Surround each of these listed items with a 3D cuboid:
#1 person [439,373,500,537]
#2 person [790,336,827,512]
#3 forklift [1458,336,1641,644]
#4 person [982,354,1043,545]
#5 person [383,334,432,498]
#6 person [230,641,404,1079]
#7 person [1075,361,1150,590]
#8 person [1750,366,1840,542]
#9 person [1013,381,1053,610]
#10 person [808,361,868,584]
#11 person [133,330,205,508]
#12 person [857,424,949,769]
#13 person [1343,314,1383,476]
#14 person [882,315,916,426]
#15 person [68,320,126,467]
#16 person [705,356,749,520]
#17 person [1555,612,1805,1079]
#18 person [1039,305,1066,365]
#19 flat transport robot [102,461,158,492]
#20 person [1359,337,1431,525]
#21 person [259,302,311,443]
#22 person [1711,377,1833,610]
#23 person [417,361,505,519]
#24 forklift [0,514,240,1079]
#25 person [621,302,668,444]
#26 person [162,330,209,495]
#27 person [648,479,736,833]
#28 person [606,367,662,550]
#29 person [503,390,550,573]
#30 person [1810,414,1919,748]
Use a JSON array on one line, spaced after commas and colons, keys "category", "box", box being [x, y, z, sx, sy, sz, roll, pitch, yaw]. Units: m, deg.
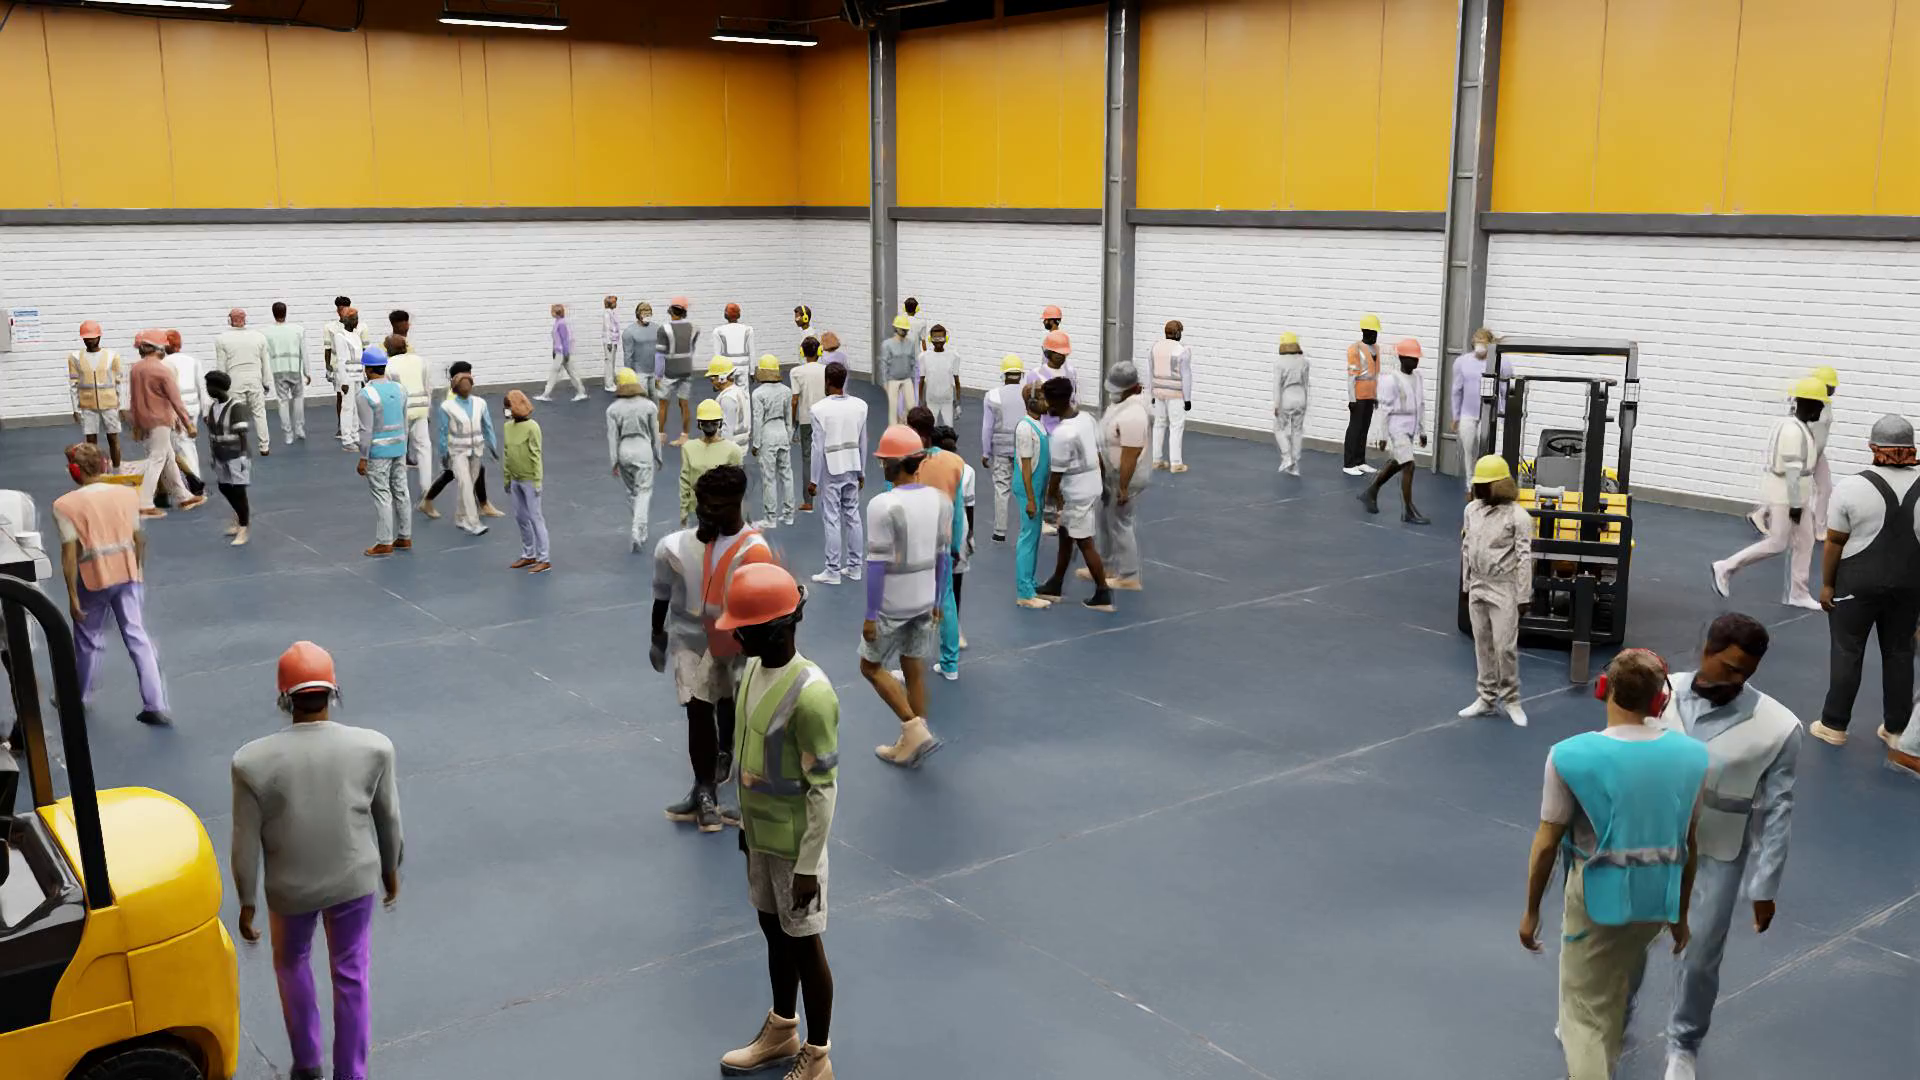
[{"category": "person", "box": [-4.807, -0.834, 16.348, 0.838, 1.596, 0.517, 10, 16, 41]}, {"category": "person", "box": [-1.550, -1.219, 17.563, 0.520, 1.861, 0.332, -3, 12, -16]}, {"category": "forklift", "box": [4.683, -0.471, 13.136, 1.214, 2.155, 2.313, 4, 12, 20]}, {"category": "person", "box": [0.498, -0.863, 15.914, 0.603, 1.828, 0.404, -2, 12, -9]}, {"category": "person", "box": [-6.133, -1.358, 18.365, 0.572, 1.817, 0.625, 11, 16, 43]}, {"category": "person", "box": [-2.354, 1.211, 6.113, 0.597, 1.731, 0.553, -6, 13, -26]}, {"category": "person", "box": [1.259, -0.569, 13.984, 0.676, 2.000, 0.741, 1, 12, 3]}, {"category": "person", "box": [8.135, -0.843, 16.065, 0.542, 1.721, 0.808, -9, 15, -38]}, {"category": "person", "box": [0.606, -0.368, 13.489, 0.345, 1.847, 0.508, 2, 12, 11]}, {"category": "person", "box": [-1.044, -0.576, 14.317, 0.594, 1.919, 0.387, -11, 16, -42]}, {"category": "person", "box": [-8.492, -1.277, 17.719, 0.577, 1.917, 0.547, 4, 12, 20]}, {"category": "person", "box": [-0.327, 0.348, 9.571, 0.447, 2.033, 0.630, 10, 15, 40]}, {"category": "person", "box": [4.850, -1.740, 19.914, 0.383, 1.924, 0.594, 11, 16, 43]}, {"category": "person", "box": [-0.805, -2.133, 22.233, 0.538, 1.751, 0.363, -6, 13, -28]}, {"category": "person", "box": [-9.770, -1.526, 18.859, 0.552, 1.933, 0.373, -5, 13, -22]}, {"category": "person", "box": [-2.217, -0.848, 15.873, 0.403, 1.818, 0.606, -1, 12, -2]}, {"category": "person", "box": [2.688, 1.139, 6.149, 0.401, 1.871, 0.730, -10, 15, -40]}, {"category": "person", "box": [1.180, -2.045, 21.360, 0.356, 1.936, 0.551, 3, 12, 14]}, {"category": "flat transport robot", "box": [-9.519, -0.734, 19.078, 0.652, 0.197, 1.431, -5, 13, -23]}, {"category": "person", "box": [4.505, -1.147, 17.142, 0.549, 1.905, 0.943, -10, 15, -39]}, {"category": "person", "box": [-9.197, -2.291, 22.663, 0.612, 1.889, 0.824, -5, 13, -24]}, {"category": "person", "box": [6.640, -0.387, 13.468, 0.805, 1.896, 0.575, 9, 15, 38]}, {"category": "person", "box": [-5.203, -1.017, 17.098, 0.825, 1.665, 0.537, 0, 12, -1]}, {"category": "forklift", "box": [-3.687, 1.115, 5.480, 2.313, 2.155, 1.214, -9, 15, -36]}, {"category": "person", "box": [-4.207, -2.221, 22.250, 0.386, 1.927, 0.641, 11, 16, 44]}, {"category": "person", "box": [-8.661, -1.414, 18.581, 0.685, 1.855, 0.590, 7, 14, 30]}, {"category": "person", "box": [-1.364, 0.533, 9.040, 0.646, 1.896, 1.023, -3, 12, -12]}, {"category": "person", "box": [-3.097, -0.779, 15.789, 0.505, 1.706, 0.786, 0, 12, -2]}, {"category": "person", "box": [-3.871, -0.522, 14.773, 0.505, 1.624, 0.288, 10, 15, 39]}, {"category": "person", "box": [5.565, 0.235, 10.103, 0.680, 2.000, 0.535, 2, 12, 10]}]
